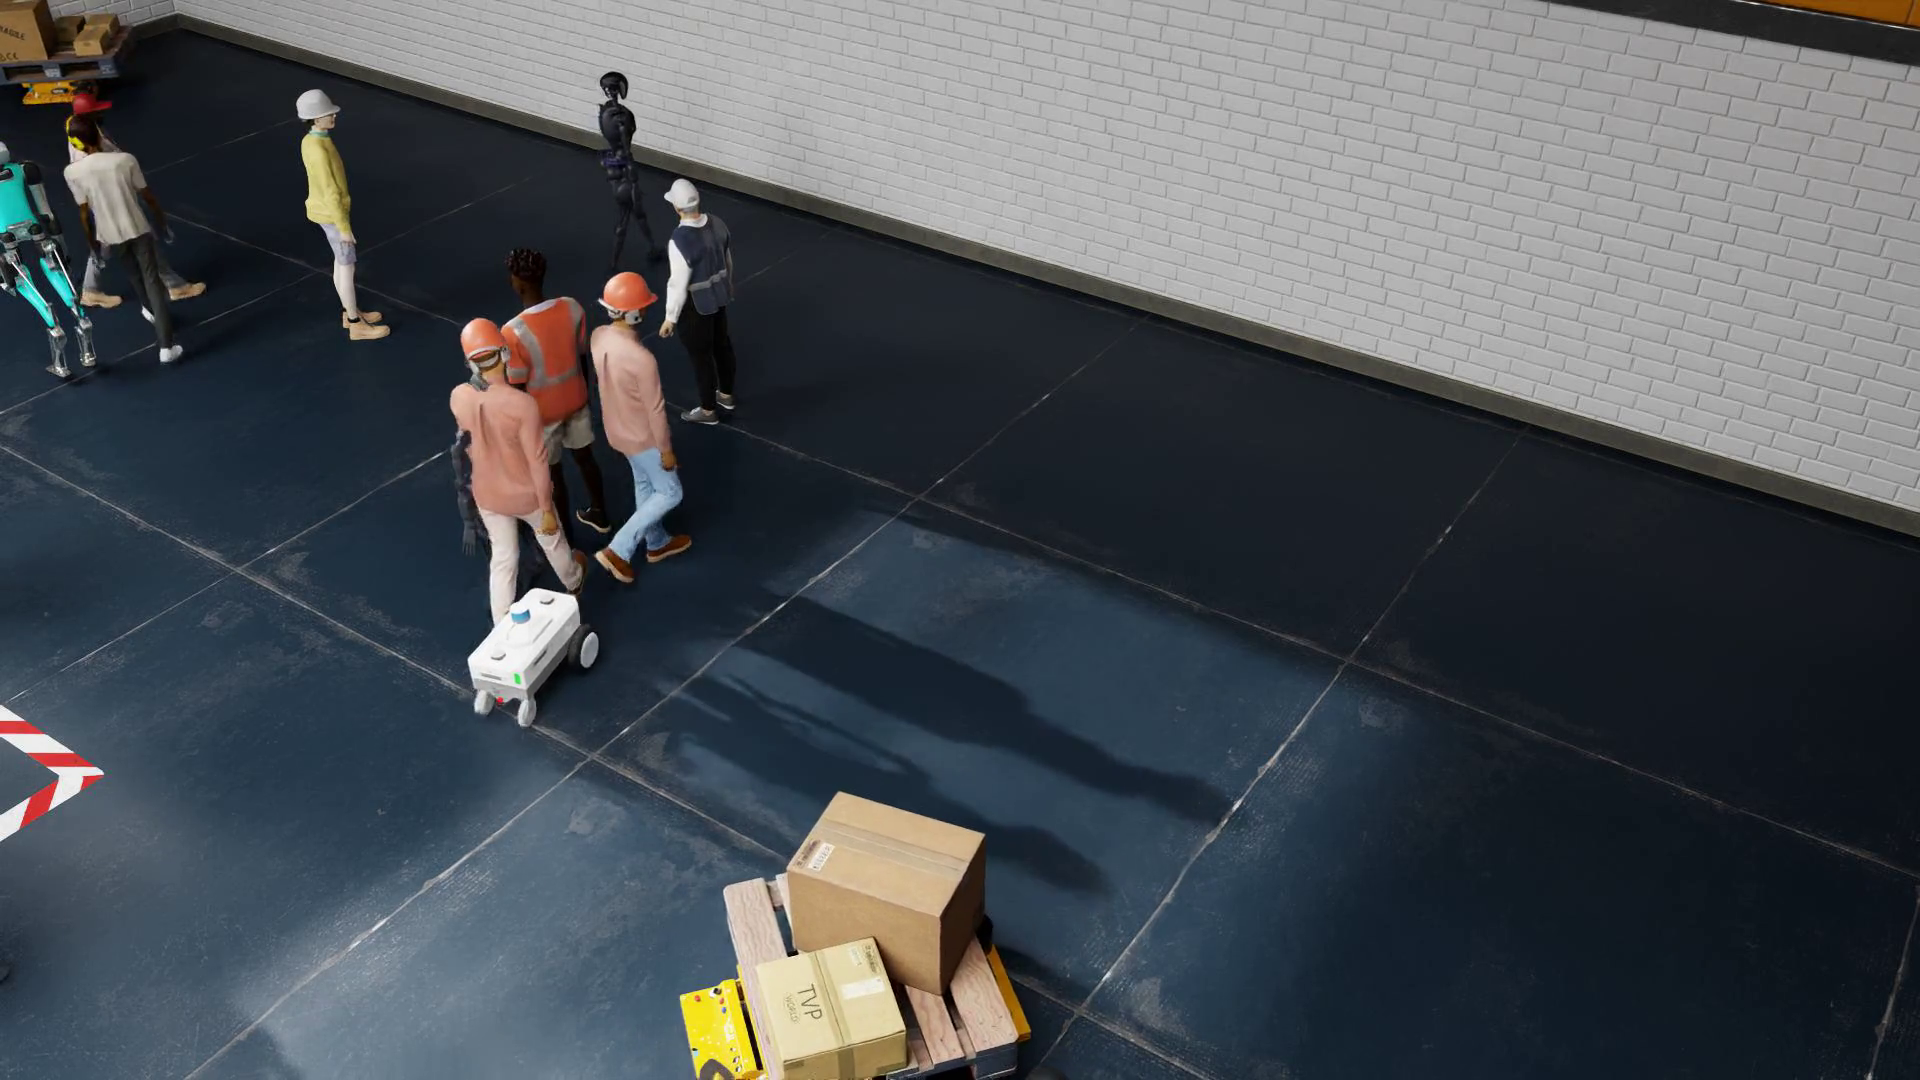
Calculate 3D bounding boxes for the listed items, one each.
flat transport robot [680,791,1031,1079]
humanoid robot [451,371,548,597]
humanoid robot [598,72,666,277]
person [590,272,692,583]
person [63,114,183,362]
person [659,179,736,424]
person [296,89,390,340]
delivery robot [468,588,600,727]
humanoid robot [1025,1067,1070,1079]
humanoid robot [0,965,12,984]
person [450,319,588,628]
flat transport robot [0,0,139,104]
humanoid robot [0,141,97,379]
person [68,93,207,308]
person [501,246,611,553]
[{"bbox_3d":[-0.467,2.071,7.303,1.431,0.231,0.659,-10,36,-14],"label":"flat transport robot"},{"bbox_3d":[-2.583,-0.207,9.330,0.336,1.646,0.588,23,41,29],"label":"humanoid robot"},{"bbox_3d":[-2.626,-2.918,13.218,0.656,1.635,0.598,-15,38,-21],"label":"humanoid robot"},{"bbox_3d":[-1.911,-0.624,9.664,0.644,1.973,0.620,-25,42,-32],"label":"person"},{"bbox_3d":[-6.055,-2.232,12.115,0.584,1.801,1.000,-15,38,-20],"label":"person"},{"bbox_3d":[-1.760,-1.606,11.261,0.448,1.755,0.761,17,39,23],"label":"person"},{"bbox_3d":[-4.601,-2.384,12.258,0.386,1.892,0.471,-15,38,-21],"label":"person"},{"bbox_3d":[-2.371,0.601,9.172,0.499,0.614,0.808,11,36,15],"label":"delivery robot"},{"bbox_3d":[0.391,2.402,5.619,0.450,1.638,0.593,26,43,32],"label":"humanoid robot"},{"bbox_3d":[-4.350,1.481,6.926,0.602,1.637,0.556,14,37,18],"label":"humanoid robot"},{"bbox_3d":[-2.434,-0.307,9.258,0.678,1.919,0.981,11,37,16],"label":"person"},{"bbox_3d":[-9.161,-4.835,17.172,0.659,0.231,1.431,-6,35,-9],"label":"flat transport robot"},{"bbox_3d":[-6.407,-1.892,11.571,0.533,1.677,0.735,-28,44,-34],"label":"humanoid robot"},{"bbox_3d":[-6.484,-2.579,12.692,0.897,1.711,0.625,-19,39,-24],"label":"person"},{"bbox_3d":[-2.447,-0.830,9.986,0.396,1.956,0.606,23,41,29],"label":"person"}]
